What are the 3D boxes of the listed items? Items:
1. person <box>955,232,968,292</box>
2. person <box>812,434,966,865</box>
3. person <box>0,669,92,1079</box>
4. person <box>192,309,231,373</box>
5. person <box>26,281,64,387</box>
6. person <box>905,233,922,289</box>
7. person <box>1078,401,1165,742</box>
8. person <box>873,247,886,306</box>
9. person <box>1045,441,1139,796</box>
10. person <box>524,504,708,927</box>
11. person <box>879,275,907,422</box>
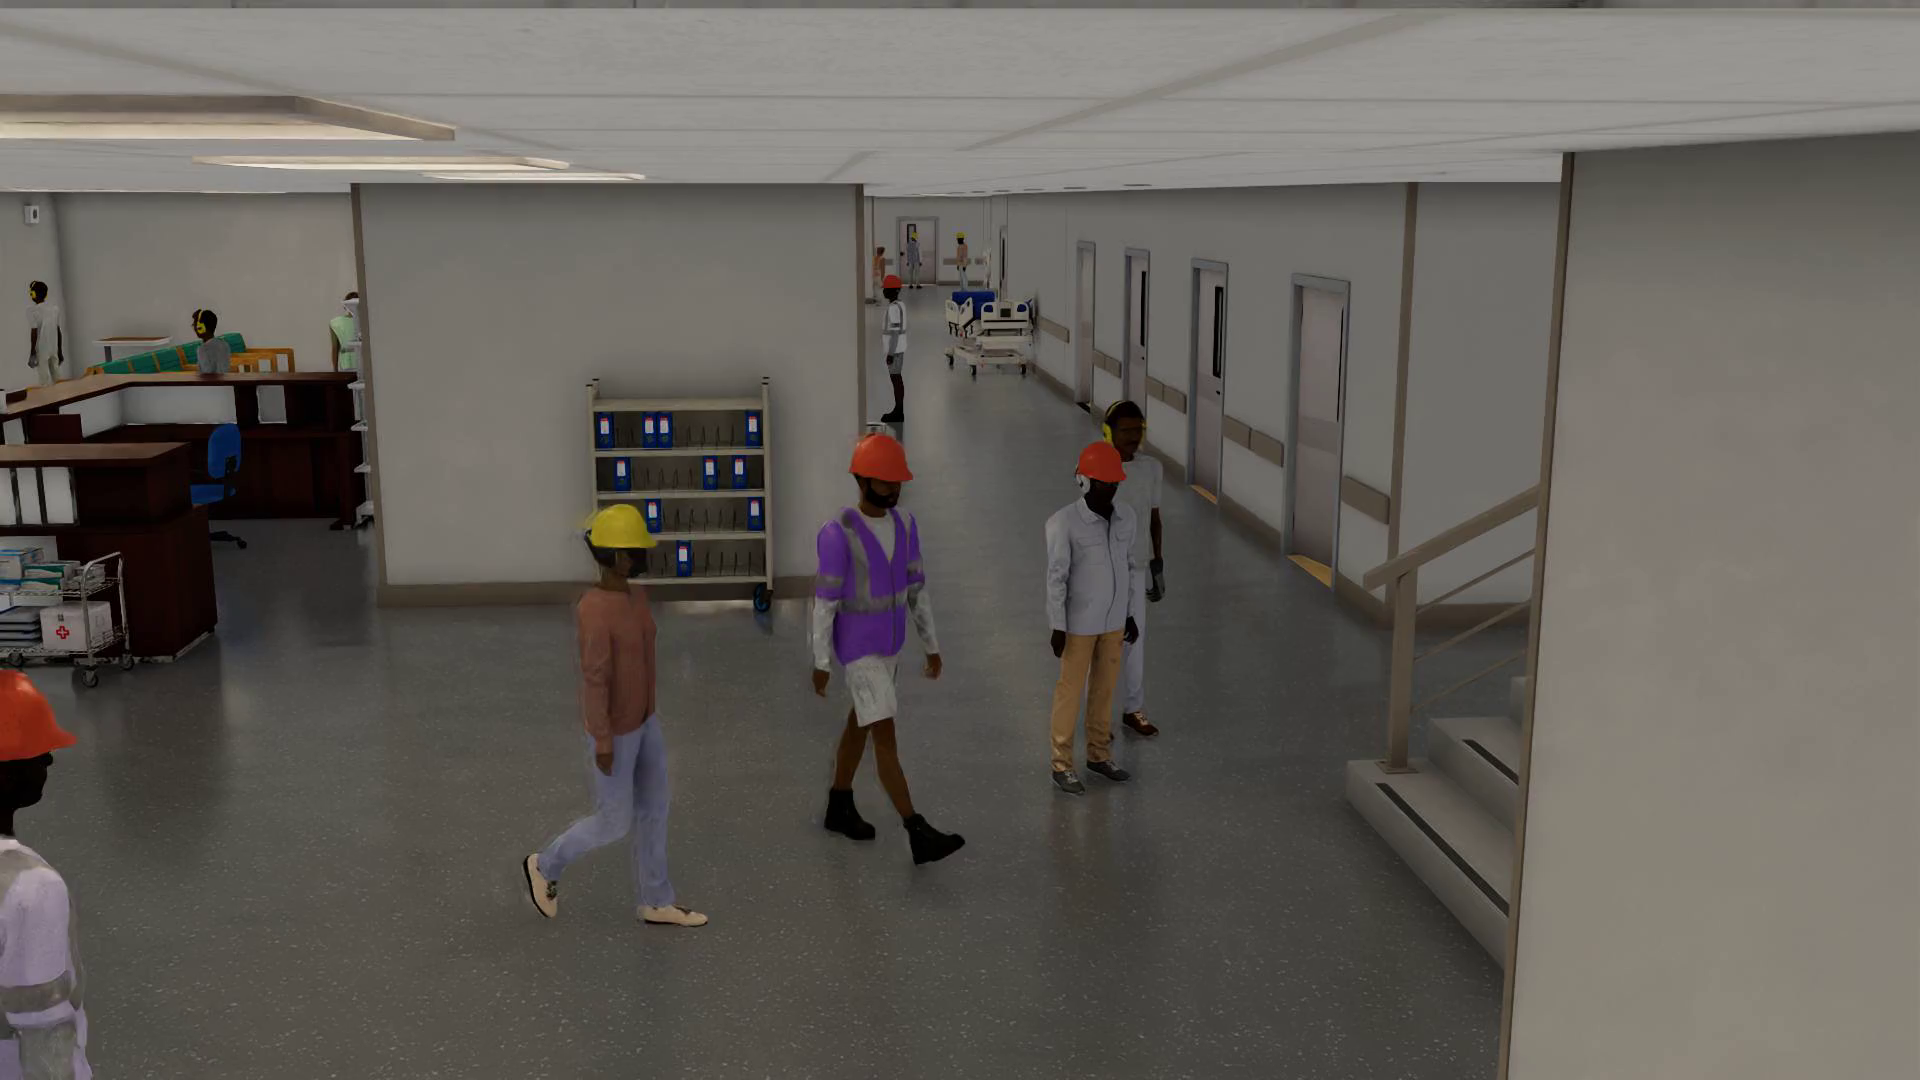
[{"bbox_3d":[0.048,-8.475,51.092,0.394,1.919,0.582,-4,12,-17],"label":"person"},{"bbox_3d":[-0.294,0.482,7.358,0.947,1.892,0.574,9,15,38],"label":"person"},{"bbox_3d":[-2.157,1.228,3.699,0.542,1.909,0.918,5,13,23],"label":"person"},{"bbox_3d":[-7.234,-1.302,16.158,0.309,1.864,0.535,1,12,4],"label":"person"},{"bbox_3d":[-11.941,-2.440,21.703,0.317,1.870,0.531,3,12,16],"label":"person"},{"bbox_3d":[-1.506,-9.212,54.883,0.588,1.834,0.403,5,13,24],"label":"person"},{"bbox_3d":[0.872,0.168,8.992,0.512,1.865,0.324,-4,12,-20],"label":"person"},{"bbox_3d":[-2.225,-7.326,46.195,0.433,1.619,0.537,-7,14,-32],"label":"person"},{"bbox_3d":[0.676,0.377,8.223,0.573,1.749,0.343,-9,15,-37],"label":"person"},{"bbox_3d":[-1.385,0.714,6.578,0.650,1.747,0.539,3,12,14],"label":"person"},{"bbox_3d":[-0.886,-2.523,21.945,0.356,1.938,0.543,1,12,4],"label":"person"}]
